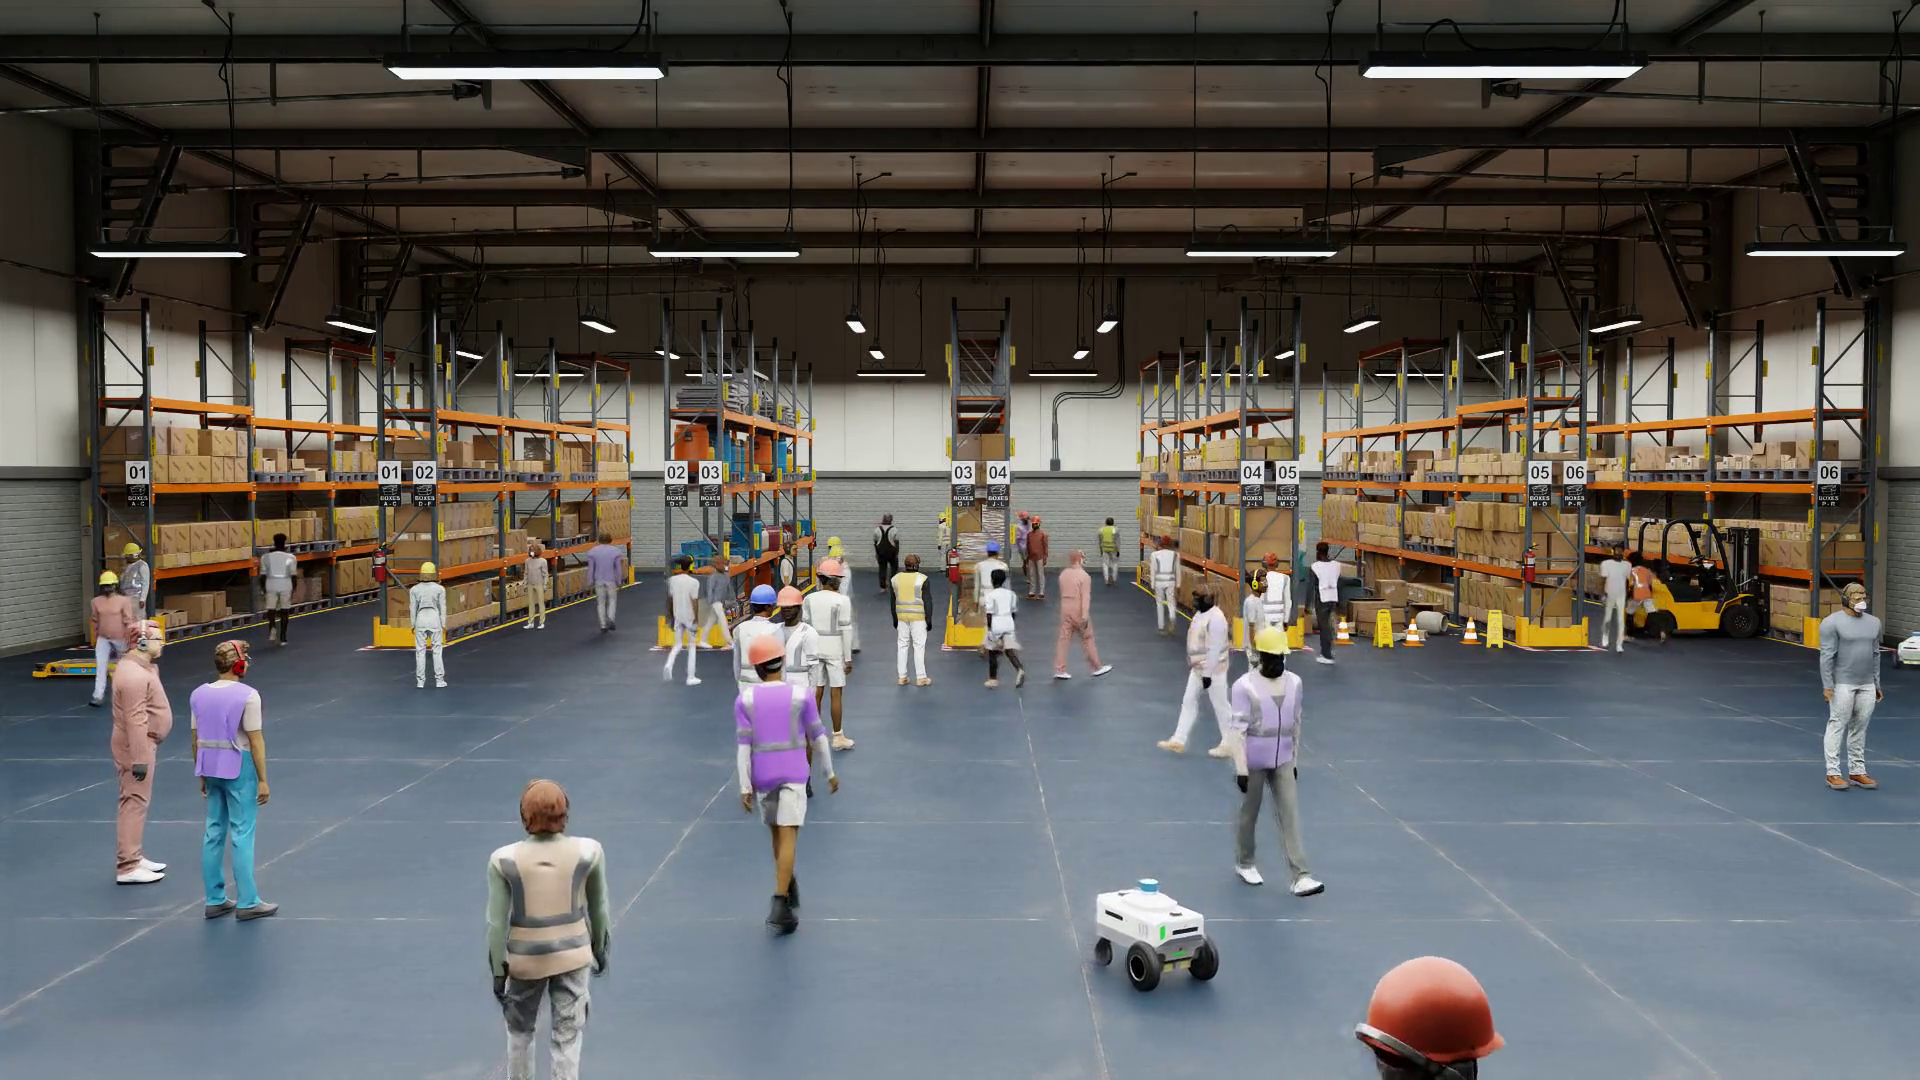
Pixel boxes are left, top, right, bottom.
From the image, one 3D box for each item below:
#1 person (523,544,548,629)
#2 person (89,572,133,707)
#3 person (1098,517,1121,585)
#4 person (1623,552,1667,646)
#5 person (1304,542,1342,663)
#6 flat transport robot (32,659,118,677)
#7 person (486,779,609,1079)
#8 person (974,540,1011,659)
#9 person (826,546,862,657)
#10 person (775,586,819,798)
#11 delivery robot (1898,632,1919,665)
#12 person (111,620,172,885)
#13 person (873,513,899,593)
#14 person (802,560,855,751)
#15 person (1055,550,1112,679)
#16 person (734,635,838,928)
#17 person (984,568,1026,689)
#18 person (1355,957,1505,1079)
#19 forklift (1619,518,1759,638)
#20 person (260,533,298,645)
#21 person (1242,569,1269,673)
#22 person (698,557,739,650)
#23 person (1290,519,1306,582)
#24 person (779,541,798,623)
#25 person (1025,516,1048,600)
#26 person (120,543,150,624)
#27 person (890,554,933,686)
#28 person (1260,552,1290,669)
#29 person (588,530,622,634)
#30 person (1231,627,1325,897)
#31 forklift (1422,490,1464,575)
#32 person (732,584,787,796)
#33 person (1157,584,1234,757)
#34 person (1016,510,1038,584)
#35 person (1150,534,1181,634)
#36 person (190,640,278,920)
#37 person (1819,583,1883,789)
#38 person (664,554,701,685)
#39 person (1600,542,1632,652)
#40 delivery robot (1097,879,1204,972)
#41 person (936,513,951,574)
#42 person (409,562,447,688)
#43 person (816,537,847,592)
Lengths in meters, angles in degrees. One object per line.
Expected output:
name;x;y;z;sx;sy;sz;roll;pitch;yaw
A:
person;-8.151;0.891;30.997;0.498;1.633;0.281;1;2;18
person;-10.841;1.259;20.631;0.542;1.712;0.902;0;2;-6
person;4.098;0.293;43.674;0.640;1.816;0.815;1;3;27
person;11.937;1.009;28.151;0.541;1.633;0.969;-1;2;-18
person;5.681;0.977;25.476;0.628;1.897;0.619;-1;3;-32
flat transport robot;-12.715;1.874;23.691;1.431;0.197;0.652;0;2;0
person;-1.805;1.851;7.085;0.521;1.618;0.645;-1;2;-16
person;0.499;0.957;25.950;0.617;1.918;0.936;1;3;32
person;-1.990;1.007;26.225;0.879;1.785;0.634;-1;3;-29
person;-1.553;1.387;14.723;0.552;1.937;0.359;1;3;32
delivery robot;14.563;1.652;24.601;0.477;0.478;0.707;2;3;42
person;-5.963;1.530;11.776;0.401;1.897;0.638;-1;3;-28
person;-1.815;0.322;40.822;0.687;2.000;0.745;1;2;13
person;-1.414;1.231;17.406;0.609;2.040;0.395;1;3;29
person;1.743;1.080;23.395;0.979;1.854;0.662;-2;3;-40
person;-1.177;1.577;10.735;0.639;1.880;1.007;0;2;6
person;0.615;1.223;22.168;0.541;1.670;0.732;-2;3;-34
person;1.007;1.831;3.369;0.981;1.946;0.652;-2;3;-34
forklift;13.417;0.684;29.791;2.313;2.155;1.214;0;2;0
person;-11.821;0.848;28.030;0.625;1.954;0.451;-1;2;-19
person;3.419;1.268;18.585;0.327;1.872;0.516;1;2;14
person;-4.056;1.066;27.237;0.895;1.577;0.513;1;2;21
person;9.319;0.287;44.752;0.691;1.738;0.548;0;2;-10
person;-2.886;0.934;27.292;0.345;1.847;0.504;0;2;-3
person;1.806;0.420;38.368;0.623;1.993;0.384;2;3;39
person;-13.768;0.961;26.918;0.588;1.822;0.403;2;3;34
person;-0.666;1.117;22.735;0.633;1.842;0.429;1;2;24
person;4.310;1.108;22.525;0.597;1.881;0.423;-1;2;-18
person;-6.640;0.784;30.219;0.630;1.924;0.441;0;2;-8
person;2.200;1.551;11.368;0.608;1.870;0.989;-1;2;-20
forklift;13.926;-0.371;47.846;1.873;2.768;1.129;0;2;0
person;-1.807;1.381;14.767;0.602;1.949;0.392;2;3;36
person;2.491;1.367;16.894;0.890;1.802;0.653;0;2;-12
person;1.836;0.198;43.755;0.624;2.009;0.677;-1;2;-17
person;3.800;0.827;29.829;0.588;1.861;0.730;0;2;-4
person;-4.869;1.589;10.763;0.563;1.848;0.389;1;2;19
person;8.411;1.367;15.225;0.635;1.938;0.360;0;2;-12
person;-3.897;1.118;22.618;0.531;1.850;0.617;1;2;21
person;11.041;0.943;27.224;0.512;1.839;0.808;1;2;16
delivery robot;1.115;2.250;9.529;0.477;0.478;0.707;-1;2;-29
person;-0.508;0.094;48.574;0.404;1.835;0.589;1;3;28
person;-7.388;1.177;22.441;0.486;1.744;0.310;0;2;-9
person;-2.127;0.905;27.010;0.590;1.926;0.388;1;3;28
